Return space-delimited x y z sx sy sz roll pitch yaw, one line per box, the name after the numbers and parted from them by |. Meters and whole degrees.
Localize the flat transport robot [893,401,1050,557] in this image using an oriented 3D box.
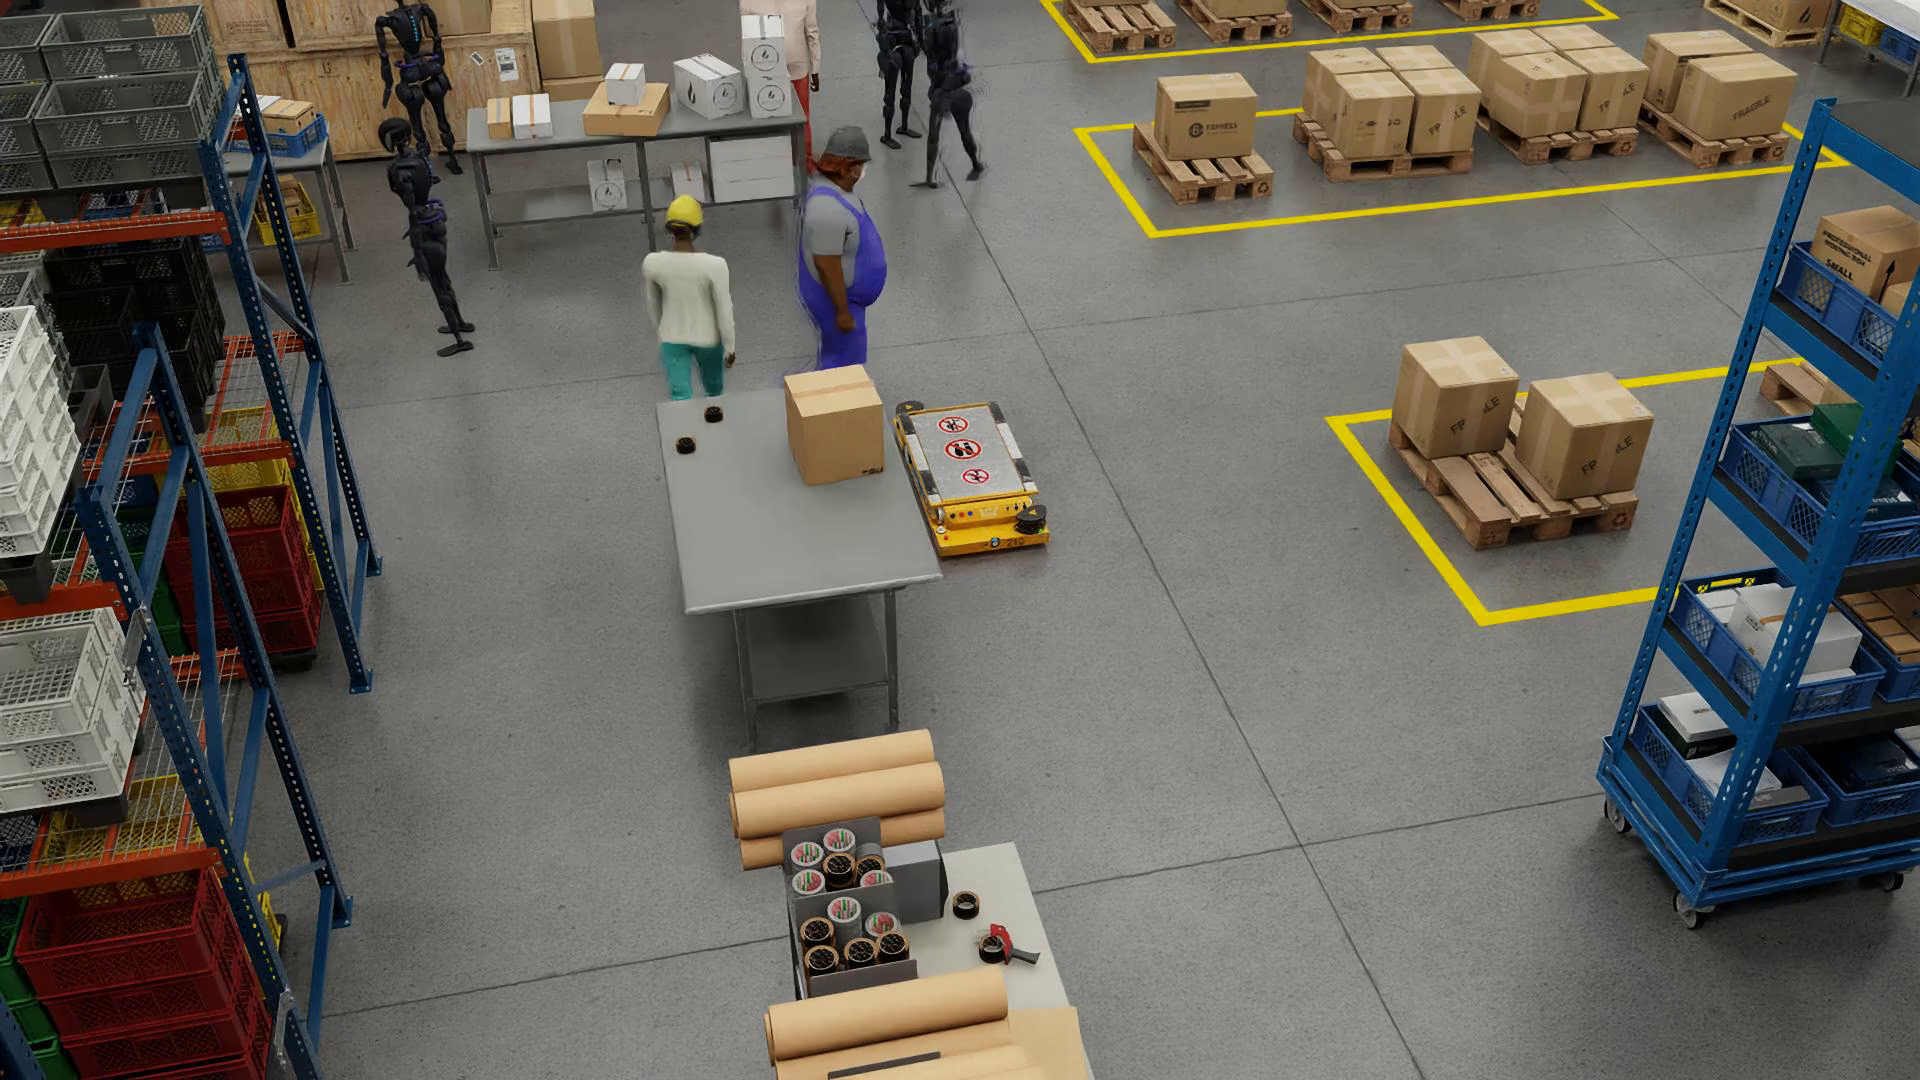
0.046 -0.430 10.108 0.652 0.197 1.431 -8 37 -10 | flat transport robot

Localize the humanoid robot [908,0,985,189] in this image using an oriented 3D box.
-0.094 -3.617 13.282 0.734 1.617 0.591 -28 45 -32 | humanoid robot

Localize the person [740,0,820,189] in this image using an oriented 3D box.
-1.395 -3.681 13.067 0.616 1.986 0.406 -6 37 -8 | person

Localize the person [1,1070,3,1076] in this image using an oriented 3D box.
-2.810 2.215 5.225 0.574 1.882 0.356 22 42 27 | person

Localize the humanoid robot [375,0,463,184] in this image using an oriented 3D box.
-4.358 -3.699 13.333 0.321 1.657 0.603 30 46 34 | humanoid robot

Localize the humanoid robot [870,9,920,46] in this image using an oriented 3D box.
-0.569 -5.561 15.907 0.776 1.641 0.640 23 43 28 | humanoid robot

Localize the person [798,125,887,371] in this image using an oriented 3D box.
-0.762 -1.561 10.169 0.629 2.000 0.729 -2 37 -3 | person

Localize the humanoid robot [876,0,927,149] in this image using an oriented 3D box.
-0.492 -4.133 13.915 0.328 1.659 0.588 24 43 29 | humanoid robot

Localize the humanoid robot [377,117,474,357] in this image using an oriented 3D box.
-3.575 -2.035 11.113 0.364 1.649 0.594 -8 37 -11 | humanoid robot

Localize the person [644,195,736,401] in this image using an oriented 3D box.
-1.596 -1.242 10.013 0.529 1.702 0.920 1 37 1 | person
